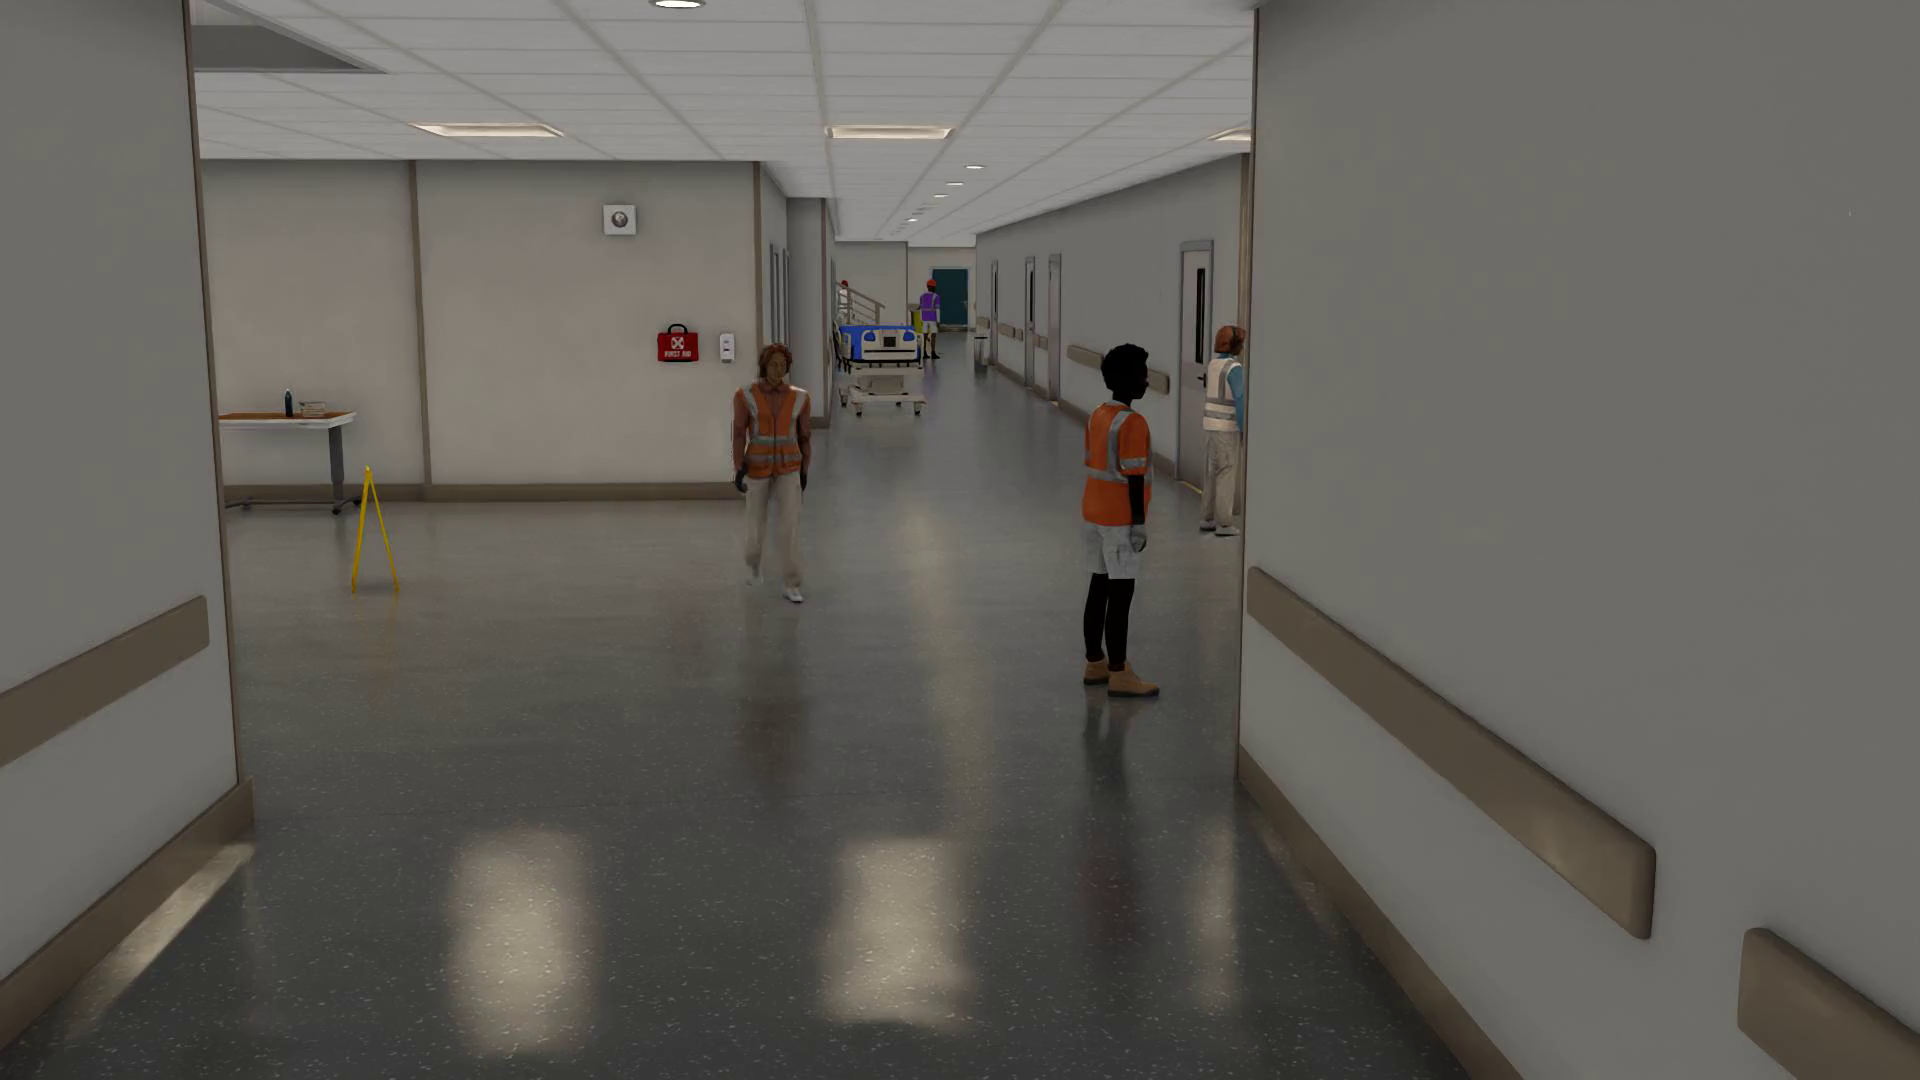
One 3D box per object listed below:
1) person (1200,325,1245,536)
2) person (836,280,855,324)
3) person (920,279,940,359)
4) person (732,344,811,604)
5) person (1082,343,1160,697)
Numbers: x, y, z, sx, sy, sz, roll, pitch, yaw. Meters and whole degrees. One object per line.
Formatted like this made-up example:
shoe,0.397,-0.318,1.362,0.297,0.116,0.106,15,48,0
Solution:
person,2.059,-0.849,12.956,0.316,1.634,0.545,-2,9,-15
person,-3.366,-6.654,48.623,0.585,1.882,0.337,-1,9,-5
person,-0.713,-5.351,40.317,0.547,1.929,0.394,5,10,28
person,-1.197,-0.446,10.531,0.513,1.602,0.822,-2,9,-13
person,0.764,-0.095,8.044,0.322,1.690,0.536,-3,10,-18
